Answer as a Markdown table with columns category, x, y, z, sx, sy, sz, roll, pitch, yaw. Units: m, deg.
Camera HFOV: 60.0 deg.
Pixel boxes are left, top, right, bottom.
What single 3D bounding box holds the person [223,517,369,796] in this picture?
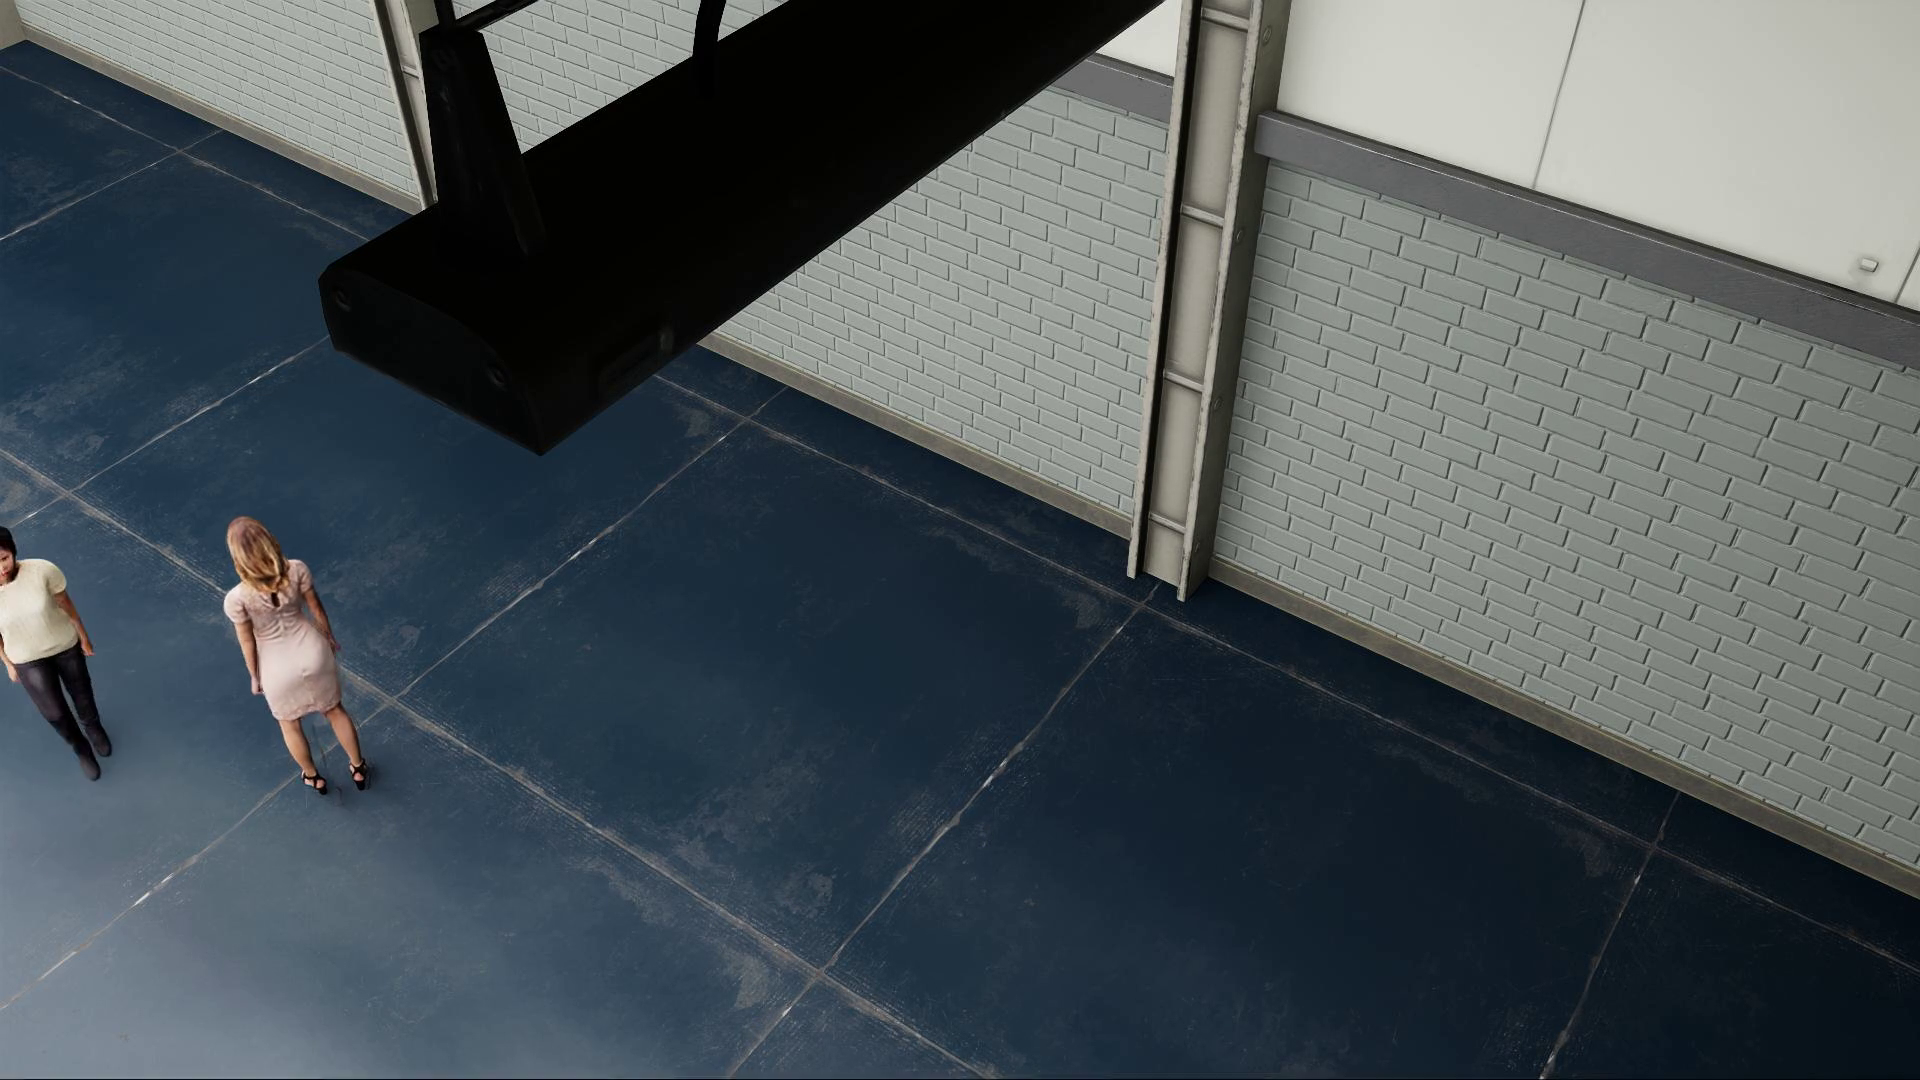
| category | x | y | z | sx | sy | sz | roll | pitch | yaw |
| --- | --- | --- | --- | --- | --- | --- | --- | --- | --- |
| person | -3.212 | 0.629 | 8.066 | 0.672 | 1.826 | 0.631 | -28 | 50 | -27 |

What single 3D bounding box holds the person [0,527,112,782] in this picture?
| category | x | y | z | sx | sy | sz | roll | pitch | yaw |
| --- | --- | --- | --- | --- | --- | --- | --- | --- | --- |
| person | -4.628 | 0.514 | 8.372 | 0.664 | 1.576 | 0.659 | -31 | 51 | -29 |
